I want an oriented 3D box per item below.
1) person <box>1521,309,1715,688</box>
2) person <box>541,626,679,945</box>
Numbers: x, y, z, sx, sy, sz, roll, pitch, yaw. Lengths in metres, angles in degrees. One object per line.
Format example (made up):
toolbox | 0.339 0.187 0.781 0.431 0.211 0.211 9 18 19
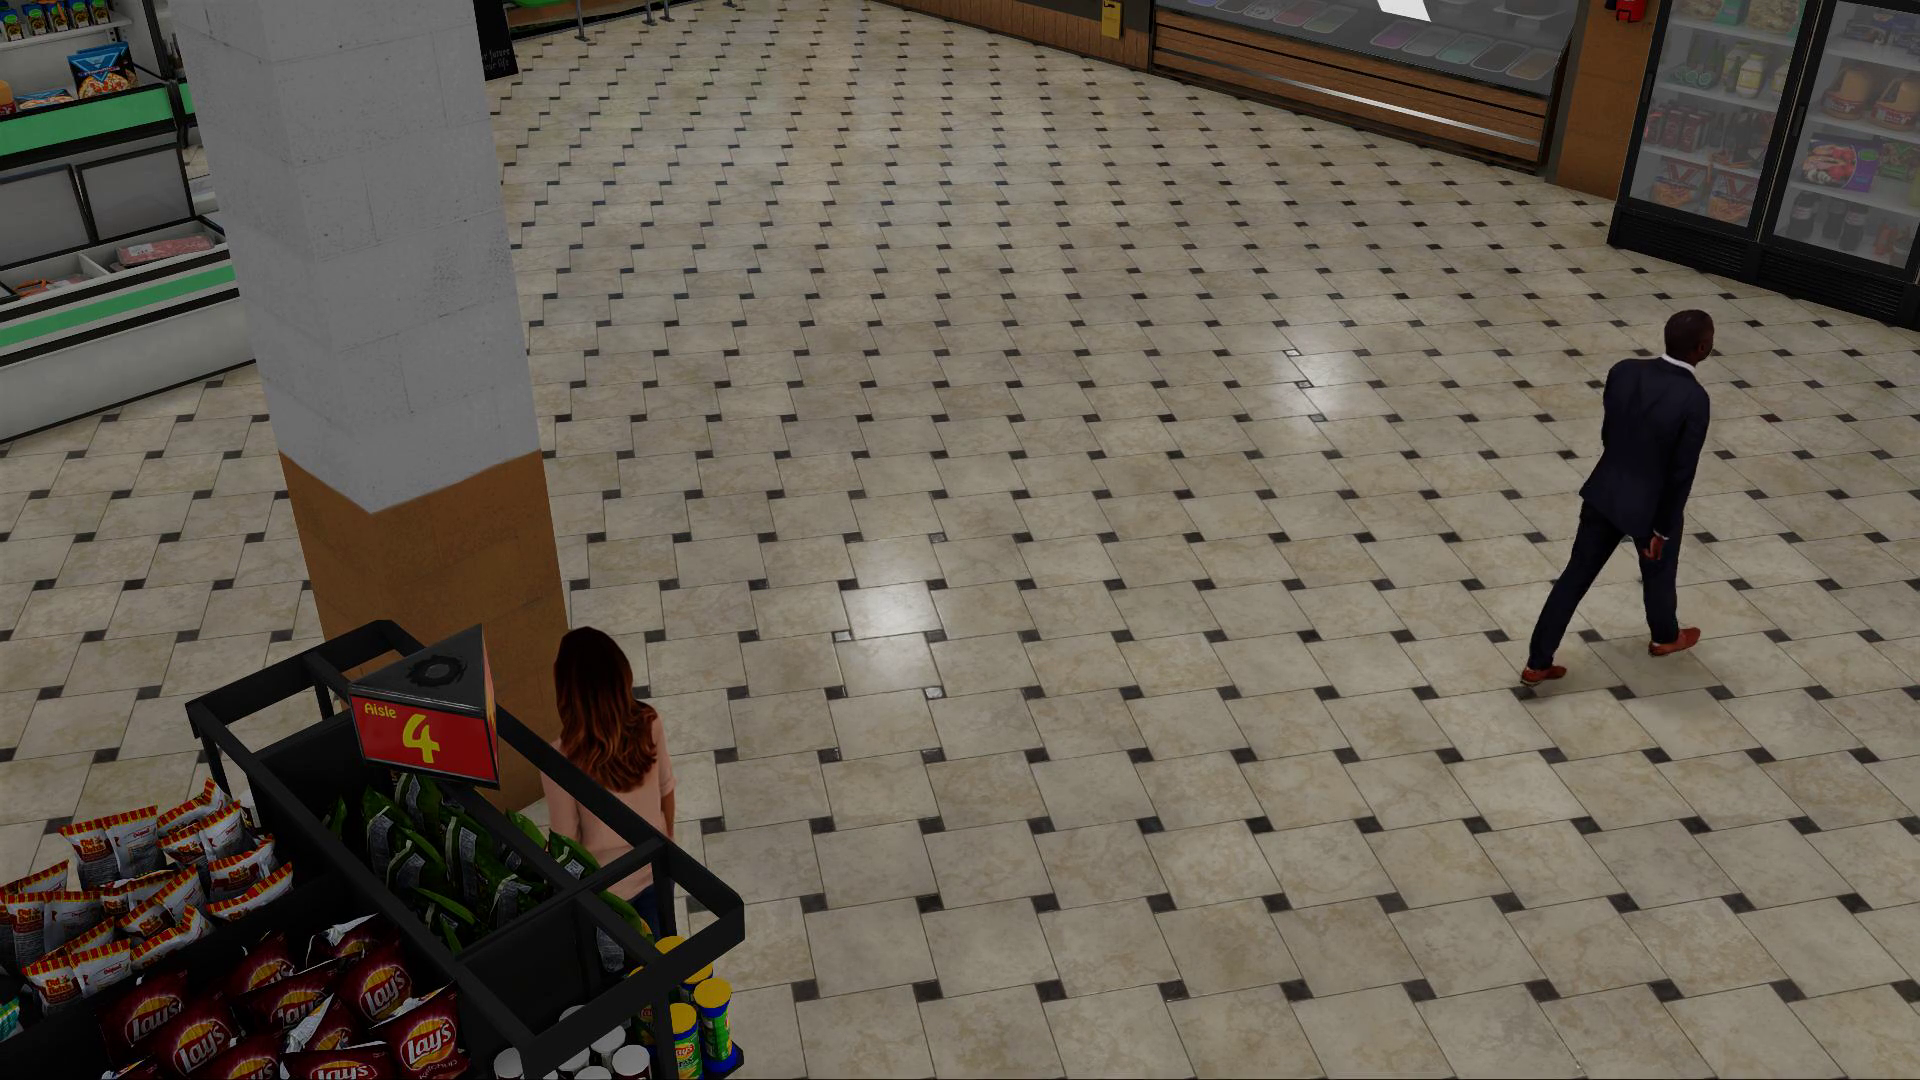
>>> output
person | 2.803 -0.110 7.090 1.284 1.770 0.868 -18 36 -27
person | -1.060 1.039 5.223 0.471 1.792 0.662 -25 39 -34
